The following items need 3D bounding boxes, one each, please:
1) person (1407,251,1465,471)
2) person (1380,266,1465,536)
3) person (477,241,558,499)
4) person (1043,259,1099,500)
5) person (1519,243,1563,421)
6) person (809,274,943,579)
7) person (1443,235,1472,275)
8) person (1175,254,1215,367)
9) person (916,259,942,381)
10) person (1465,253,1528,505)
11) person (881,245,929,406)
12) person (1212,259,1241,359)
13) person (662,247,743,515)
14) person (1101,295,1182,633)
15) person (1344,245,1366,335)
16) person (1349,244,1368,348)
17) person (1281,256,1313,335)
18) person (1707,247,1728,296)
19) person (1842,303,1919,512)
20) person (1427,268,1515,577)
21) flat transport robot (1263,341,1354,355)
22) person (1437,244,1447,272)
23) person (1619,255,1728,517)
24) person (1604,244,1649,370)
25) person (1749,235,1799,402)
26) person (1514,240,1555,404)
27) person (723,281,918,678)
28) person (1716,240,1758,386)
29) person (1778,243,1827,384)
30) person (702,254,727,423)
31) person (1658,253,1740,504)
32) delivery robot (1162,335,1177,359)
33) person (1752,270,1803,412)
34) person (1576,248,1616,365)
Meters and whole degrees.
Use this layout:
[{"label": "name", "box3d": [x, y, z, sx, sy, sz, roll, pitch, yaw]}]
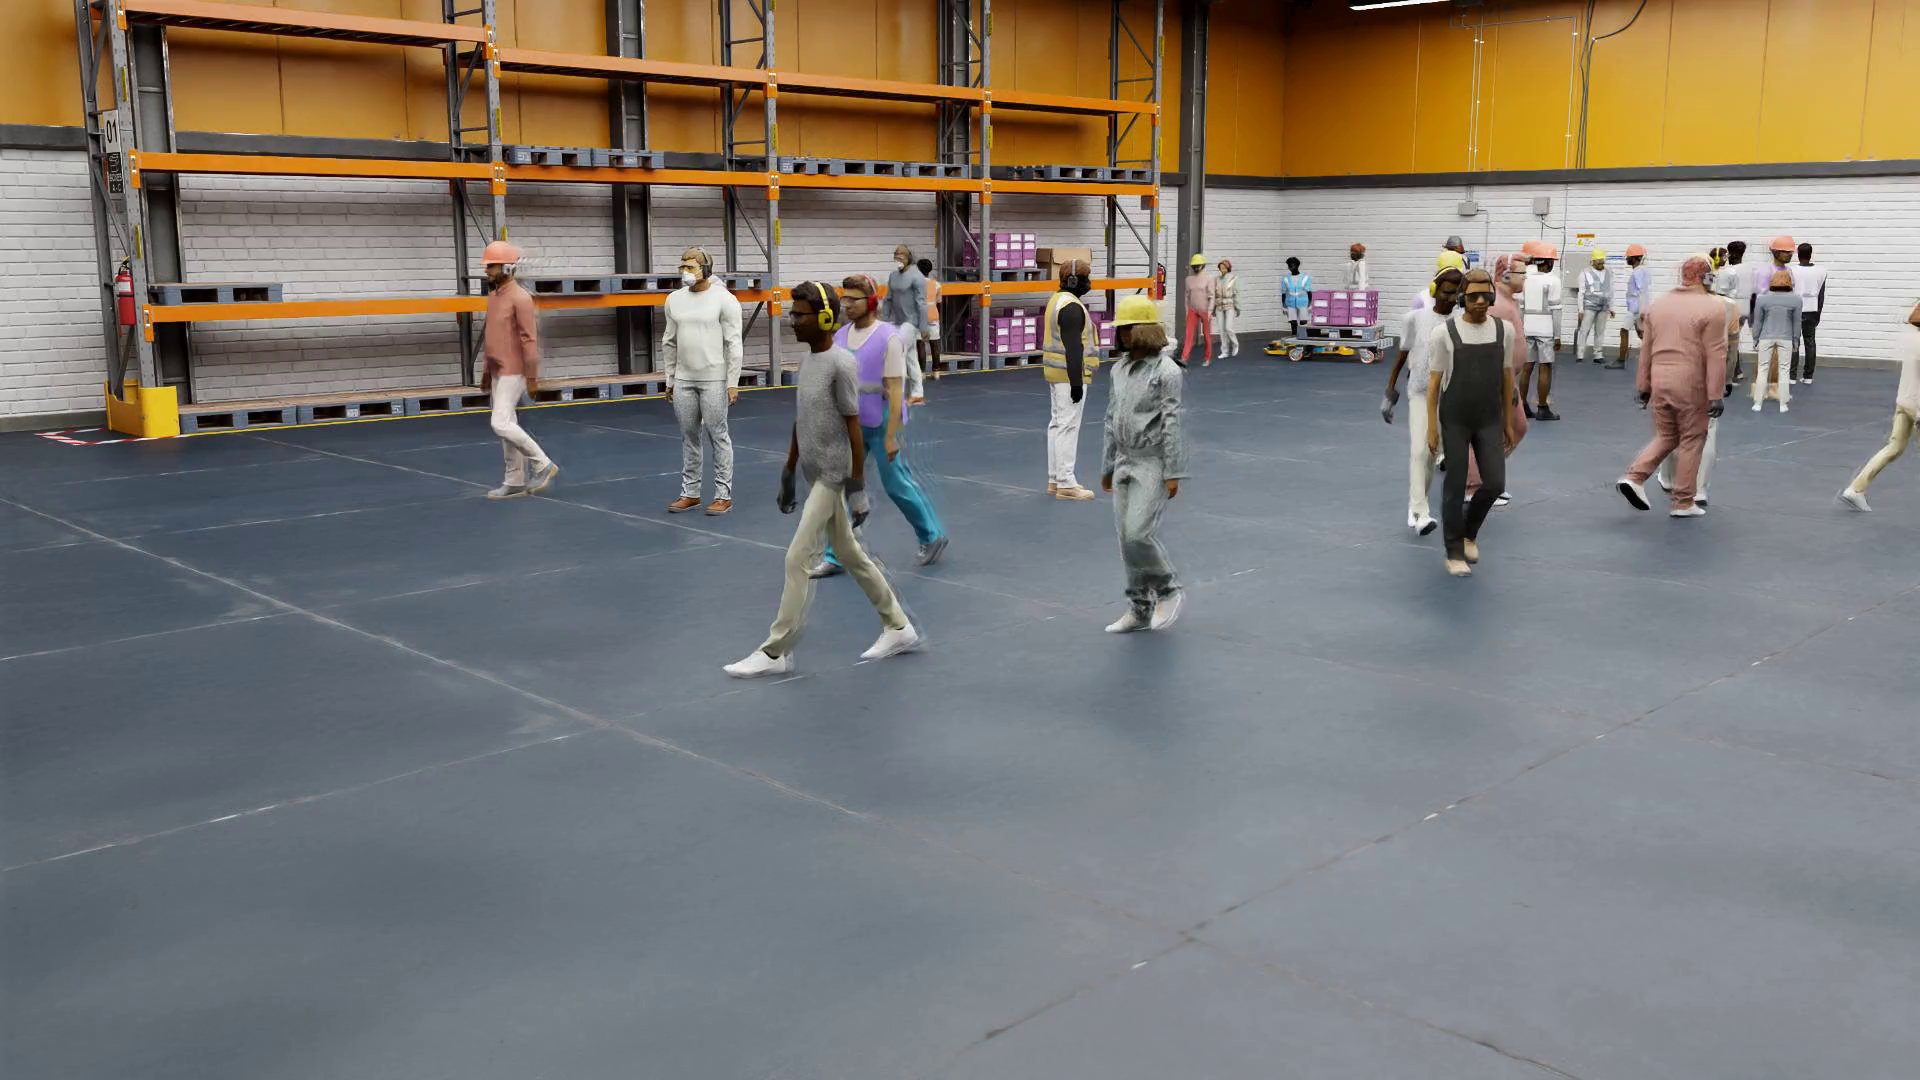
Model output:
[{"label": "person", "box3d": [4.214, -1.533, 14.332, 0.612, 1.876, 0.954, 0, 10, 1]}, {"label": "person", "box3d": [3.185, -0.933, 11.257, 0.584, 1.809, 0.955, 1, 10, 4]}, {"label": "person", "box3d": [-3.462, -1.289, 12.743, 0.460, 1.979, 0.621, -7, 13, -34]}, {"label": "person", "box3d": [0.859, -1.237, 12.835, 0.429, 1.842, 0.629, -1, 10, -7]}, {"label": "person", "box3d": [6.374, -2.278, 18.247, 0.355, 1.938, 0.544, -6, 12, -31]}, {"label": "person", "box3d": [-0.488, -0.691, 9.974, 0.952, 1.807, 0.587, -10, 14, -42]}, {"label": "person", "box3d": [8.002, -3.921, 26.928, 0.700, 2.000, 0.545, -10, 15, -44]}, {"label": "person", "box3d": [3.625, -3.489, 25.427, 0.540, 1.720, 0.894, 7, 13, 34]}, {"label": "person", "box3d": [-0.485, -3.063, 23.184, 0.540, 1.695, 0.317, -8, 13, -37]}, {"label": "person", "box3d": [4.042, -1.189, 12.446, 0.459, 1.888, 0.640, 5, 11, 24]}, {"label": "person", "box3d": [-0.714, -2.510, 19.585, 0.790, 1.900, 0.655, -6, 12, -29]}, {"label": "person", "box3d": [4.366, -3.786, 27.298, 0.551, 1.623, 0.382, 10, 14, 42]}, {"label": "person", "box3d": [-1.877, -1.146, 12.070, 0.638, 1.938, 0.356, 5, 11, 24]}, {"label": "person", "box3d": [0.882, -0.363, 8.369, 0.360, 1.727, 0.500, -7, 13, -34]}, {"label": "person", "box3d": [7.293, -4.490, 30.519, 0.576, 1.859, 0.640, 9, 14, 42]}, {"label": "person", "box3d": [7.187, -4.389, 29.973, 0.376, 1.860, 0.787, 1, 10, 7]}, {"label": "person", "box3d": [5.739, -3.986, 28.298, 0.557, 1.668, 0.498, 4, 11, 21]}, {"label": "person", "box3d": [10.806, -3.282, 23.946, 0.449, 1.853, 0.552, 4, 11, 20]}, {"label": "person", "box3d": [6.892, -0.968, 12.032, 0.804, 1.599, 0.500, 1, 10, 6]}, {"label": "person", "box3d": [3.031, -0.691, 9.877, 0.548, 1.830, 0.436, 0, 10, -2]}, {"label": "flat transport robot", "box3d": [5.888, -3.259, 28.145, 1.431, 0.197, 0.652, 1, 10, 3]}, {"label": "person", "box3d": [8.056, -3.895, 27.229, 0.427, 1.890, 0.780, -6, 12, -31]}, {"label": "person", "box3d": [5.127, -1.089, 11.919, 0.554, 1.883, 0.691, -5, 11, -25]}, {"label": "person", "box3d": [10.273, -3.487, 24.986, 0.911, 1.905, 0.561, 5, 12, 27]}, {"label": "person", "box3d": [10.020, -2.681, 20.242, 0.610, 2.019, 0.763, -8, 13, -39]}, {"label": "person", "box3d": [6.888, -2.649, 20.201, 0.608, 1.951, 0.993, -3, 11, -18]}, {"label": "person", "box3d": [-0.625, -0.291, 7.757, 0.992, 1.825, 0.541, -5, 12, -25]}, {"label": "person", "box3d": [10.437, -3.063, 22.486, 0.609, 1.947, 0.511, -5, 12, -27]}, {"label": "person", "box3d": [11.500, -3.077, 22.718, 0.587, 1.897, 0.395, -1, 10, -4]}, {"label": "person", "box3d": [-2.777, -2.184, 18.000, 0.429, 1.843, 0.624, -9, 14, -41]}, {"label": "person", "box3d": [5.643, -1.249, 12.791, 0.610, 1.882, 0.976, 3, 11, 15]}, {"label": "delivery robot", "box3d": [3.088, -2.992, 25.661, 0.477, 0.478, 0.707, 5, 12, 27]}, {"label": "person", "box3d": [9.383, -2.281, 19.125, 0.498, 1.626, 0.288, 6, 12, 28]}, {"label": "person", "box3d": [9.939, -3.634, 25.983, 0.642, 1.815, 0.403, -2, 11, -9]}]
